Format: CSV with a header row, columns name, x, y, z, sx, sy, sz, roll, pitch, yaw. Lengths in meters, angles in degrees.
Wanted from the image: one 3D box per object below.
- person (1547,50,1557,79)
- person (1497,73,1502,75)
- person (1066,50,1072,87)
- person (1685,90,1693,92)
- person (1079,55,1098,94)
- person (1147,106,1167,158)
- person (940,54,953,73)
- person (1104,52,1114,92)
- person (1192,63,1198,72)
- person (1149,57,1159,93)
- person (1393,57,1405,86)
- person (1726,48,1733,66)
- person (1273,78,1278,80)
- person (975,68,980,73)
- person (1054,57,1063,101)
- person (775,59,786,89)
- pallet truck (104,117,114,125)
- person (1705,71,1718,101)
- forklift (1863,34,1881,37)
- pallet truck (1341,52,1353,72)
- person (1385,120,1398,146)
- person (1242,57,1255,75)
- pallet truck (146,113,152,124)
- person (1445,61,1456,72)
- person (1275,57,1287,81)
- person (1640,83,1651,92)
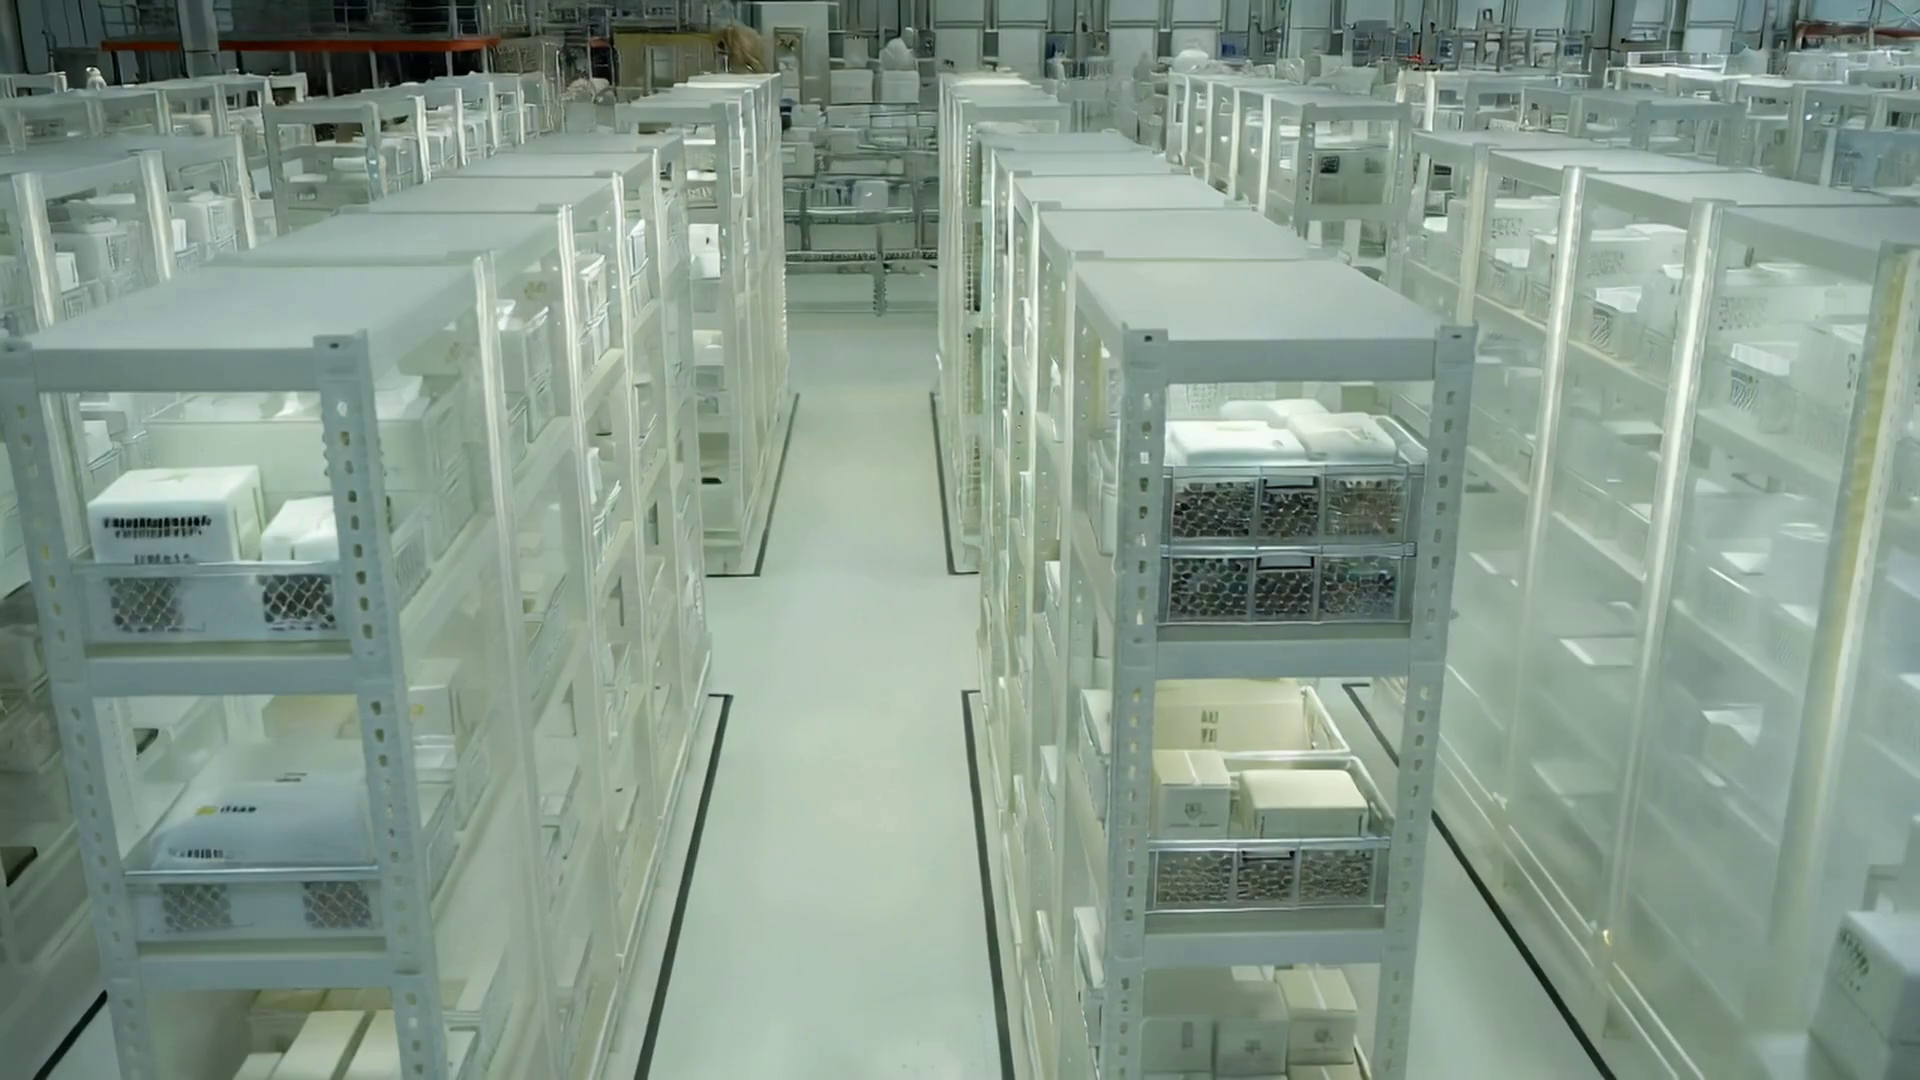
name,x,y,z,sx,sy,sz,roll,pitch,yaw
person,31.985,-25.509,89.798,0.935,1.899,0.545,-12,22,-34
person,18.262,-14.926,56.795,0.691,2.000,0.696,6,19,19
person,5.759,-24.874,87.743,0.364,1.939,0.542,3,18,8
person,27.416,-16.815,62.807,0.546,1.938,0.360,17,24,41
person,6.325,-22.767,81.332,1.017,1.867,0.603,-4,18,-11
person,5.087,-10.351,43.108,0.534,1.755,0.512,-3,18,-10
person,-0.644,-22.583,80.655,0.630,1.940,0.372,1,18,4
person,7.468,-23.454,83.335,0.397,1.944,0.616,-8,20,-24
person,9.258,-17.798,65.708,0.603,2.034,0.417,5,19,15
person,9.633,-23.114,82.614,0.491,1.741,0.323,4,18,11
person,22.097,-23.431,83.687,0.561,1.676,0.484,5,19,15
person,41.639,-25.664,90.215,0.368,1.932,0.622,1,18,3
person,10.716,-14.877,56.942,0.425,1.849,0.565,1,18,4
person,0.687,-17.414,64.796,0.500,1.861,0.328,-11,21,-30
person,4.354,-20.538,74.252,0.389,1.986,0.608,-9,20,-27
person,-8.758,-22.634,81.021,0.631,1.801,0.800,0,18,0
pallet truck,-18.367,-7.885,35.078,1.885,1.965,0.823,1,18,2
person,32.211,-19.563,71.384,0.557,1.889,0.961,15,23,39
forklift,45.817,-24.194,84.132,1.129,2.768,1.873,12,21,33
pallet truck,18.794,-23.123,82.231,0.823,1.965,1.885,-13,22,-35
person,12.075,-11.264,46.045,0.553,1.663,0.769,-1,18,-3
person,13.932,-22.382,80.274,0.651,1.789,0.977,17,25,42
pallet truck,-18.087,-8.309,36.390,1.885,1.965,0.823,-1,18,-4
person,22.564,-21.163,76.579,0.555,1.749,0.344,9,20,25
person,14.665,-21.053,75.938,0.585,1.928,0.368,11,21,30
person,33.812,-22.992,81.940,0.588,1.924,0.650,1,18,2
